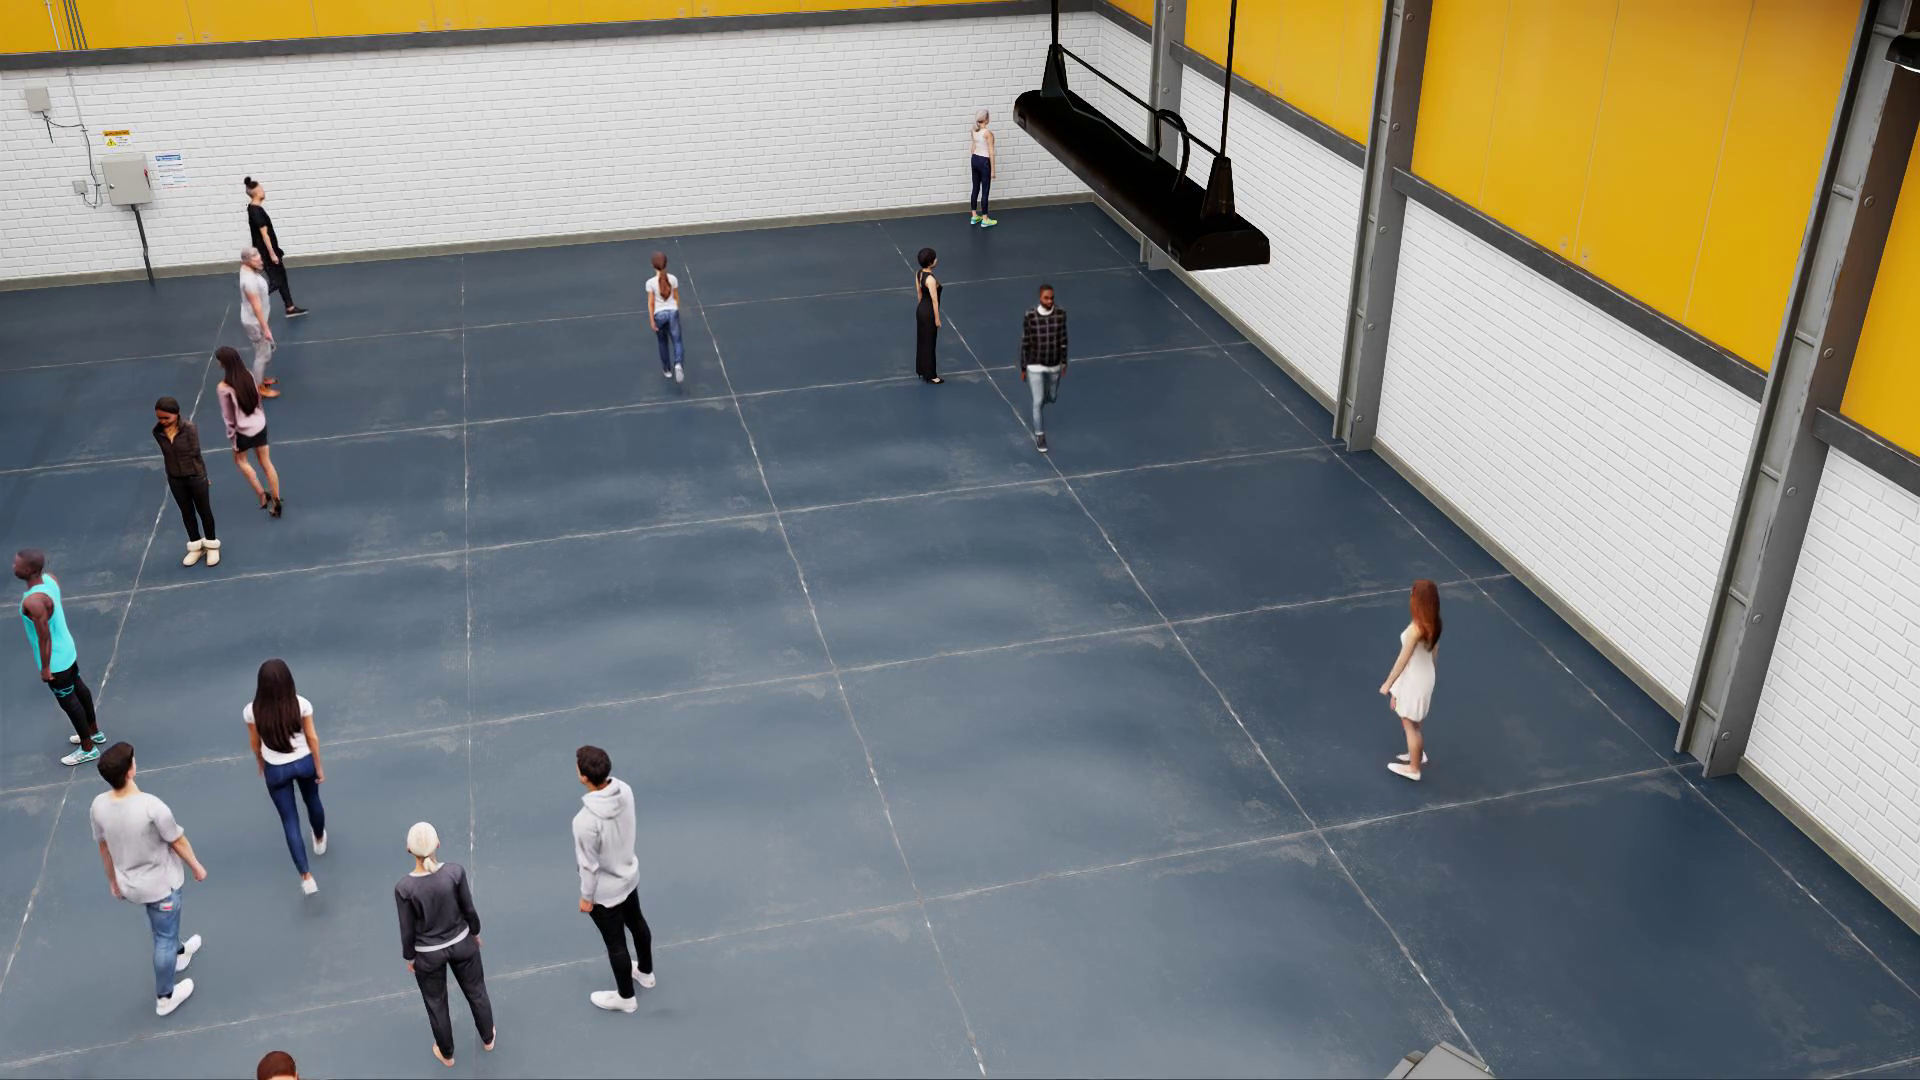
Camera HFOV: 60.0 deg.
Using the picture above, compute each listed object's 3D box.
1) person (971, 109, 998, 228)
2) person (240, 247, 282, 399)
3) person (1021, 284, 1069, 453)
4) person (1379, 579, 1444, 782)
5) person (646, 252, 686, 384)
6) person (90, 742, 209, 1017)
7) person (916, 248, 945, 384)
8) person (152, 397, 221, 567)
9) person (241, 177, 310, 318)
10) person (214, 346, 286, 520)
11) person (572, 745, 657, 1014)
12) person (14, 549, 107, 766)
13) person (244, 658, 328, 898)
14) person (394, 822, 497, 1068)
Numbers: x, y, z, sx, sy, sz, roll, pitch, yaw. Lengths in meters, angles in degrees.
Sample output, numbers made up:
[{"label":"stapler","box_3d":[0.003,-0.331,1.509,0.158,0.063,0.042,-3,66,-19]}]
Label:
[{"label":"person","box_3d":[0.313,-5.457,24.330,0.737,1.702,0.624,-25,37,-38]},{"label":"person","box_3d":[-7.970,-2.437,18.711,0.858,1.780,0.623,-19,34,-31]},{"label":"person","box_3d":[0.869,-1.898,17.705,0.699,1.798,1.036,-6,29,-10]},{"label":"person","box_3d":[3.463,1.089,12.336,0.738,1.695,0.682,21,35,33]},{"label":"person","box_3d":[-3.362,-2.553,19.165,0.537,1.549,0.923,-9,30,-16]},{"label":"person","box_3d":[-5.053,2.132,10.247,0.910,1.864,1.021,8,30,14]},{"label":"person","box_3d":[-0.378,-2.591,19.178,0.681,1.604,0.521,-15,32,-25]},{"label":"person","box_3d":[-7.174,-0.587,15.445,0.650,1.660,0.603,-7,29,-13]},{"label":"person","box_3d":[-8.723,-3.611,20.793,0.837,1.849,0.980,-12,31,-21]},{"label":"person","box_3d":[-6.805,-1.001,16.065,0.872,1.794,0.816,18,33,30]},{"label":"person","box_3d":[-2.140,2.083,10.269,0.829,1.929,0.731,11,30,19]},{"label":"person","box_3d":[-6.847,0.866,12.625,0.670,1.811,0.452,-6,29,-10]},{"label":"person","box_3d":[-4.545,1.631,11.292,0.697,1.744,1.142,-12,31,-21]},{"label":"person","box_3d":[-3.083,2.398,9.905,0.664,1.726,0.603,-15,32,-26]}]
